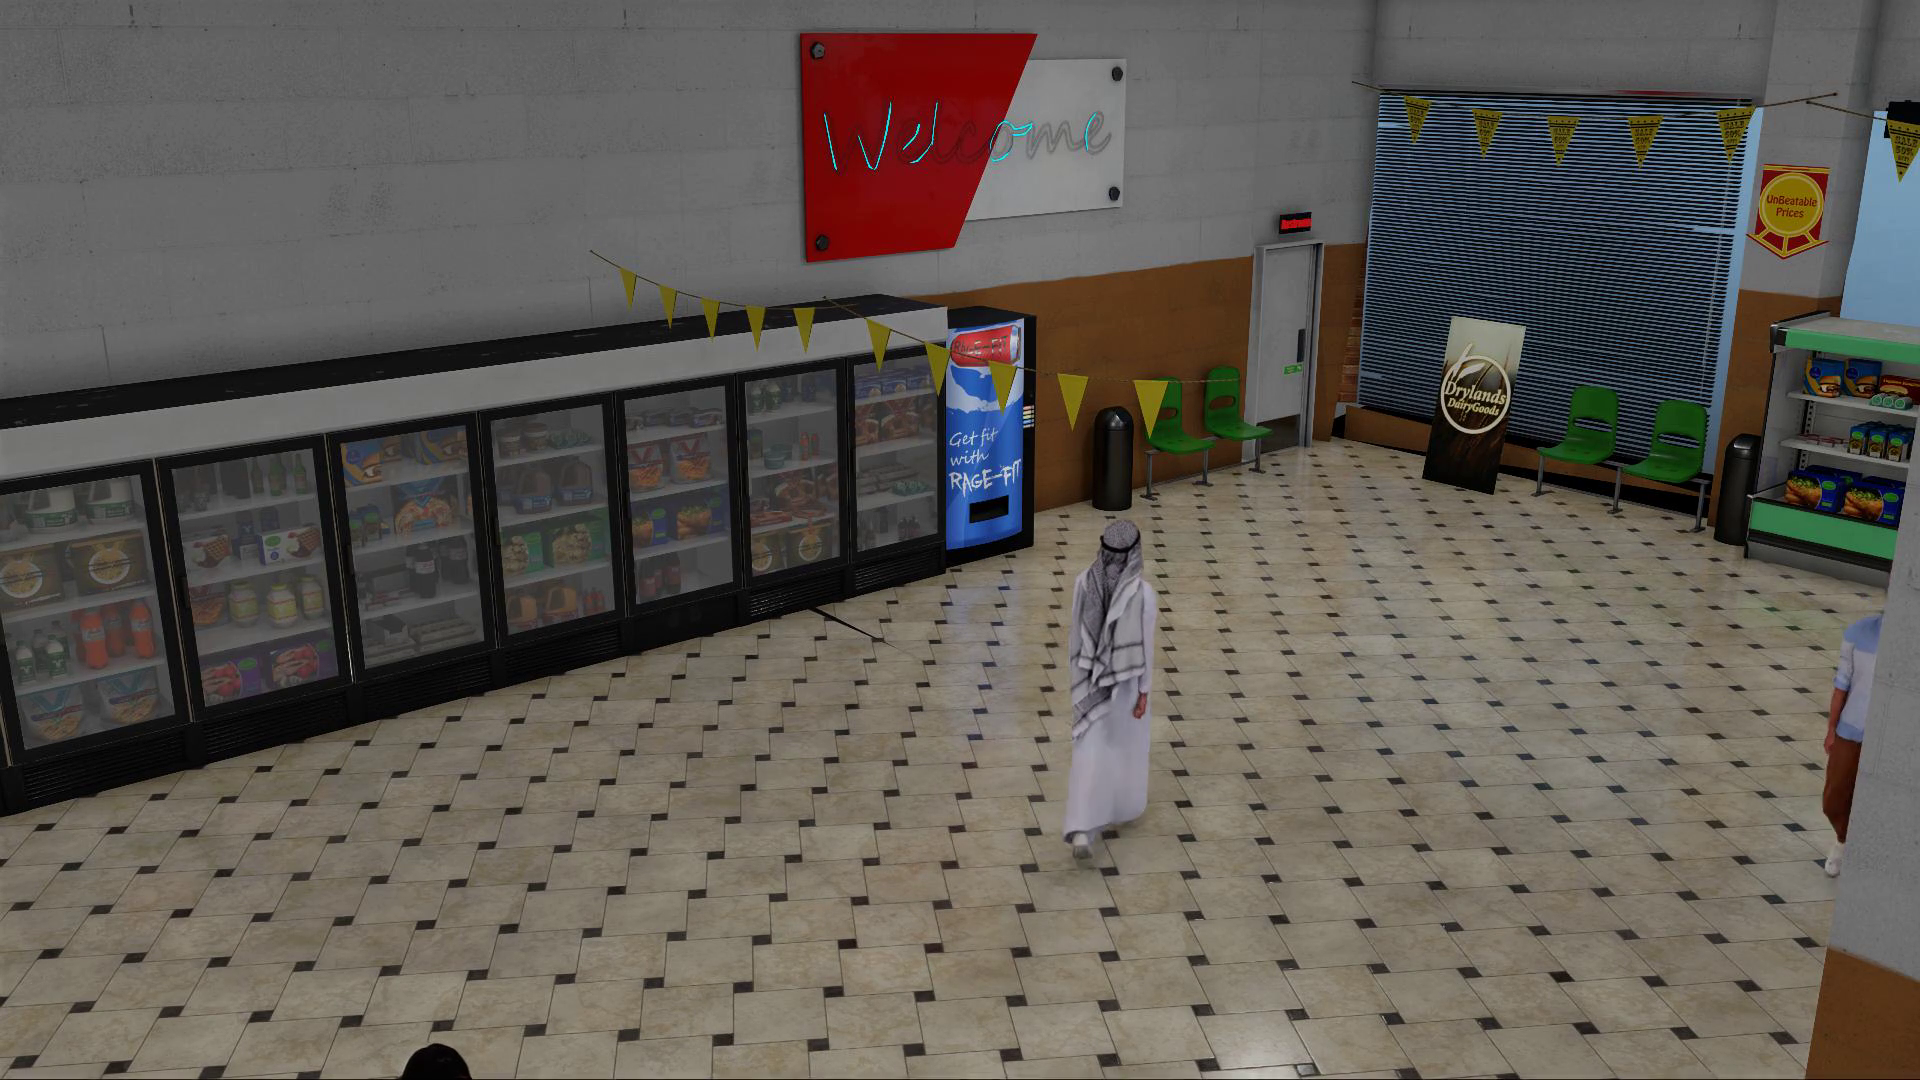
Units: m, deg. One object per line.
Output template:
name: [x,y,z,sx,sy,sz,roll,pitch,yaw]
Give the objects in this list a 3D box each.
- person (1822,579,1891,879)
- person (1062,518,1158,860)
person: [4.852,1.013,8.758,0.690,1.813,0.814,14,22,38]
person: [0.790,0.841,9.176,1.234,1.898,1.143,5,18,17]
